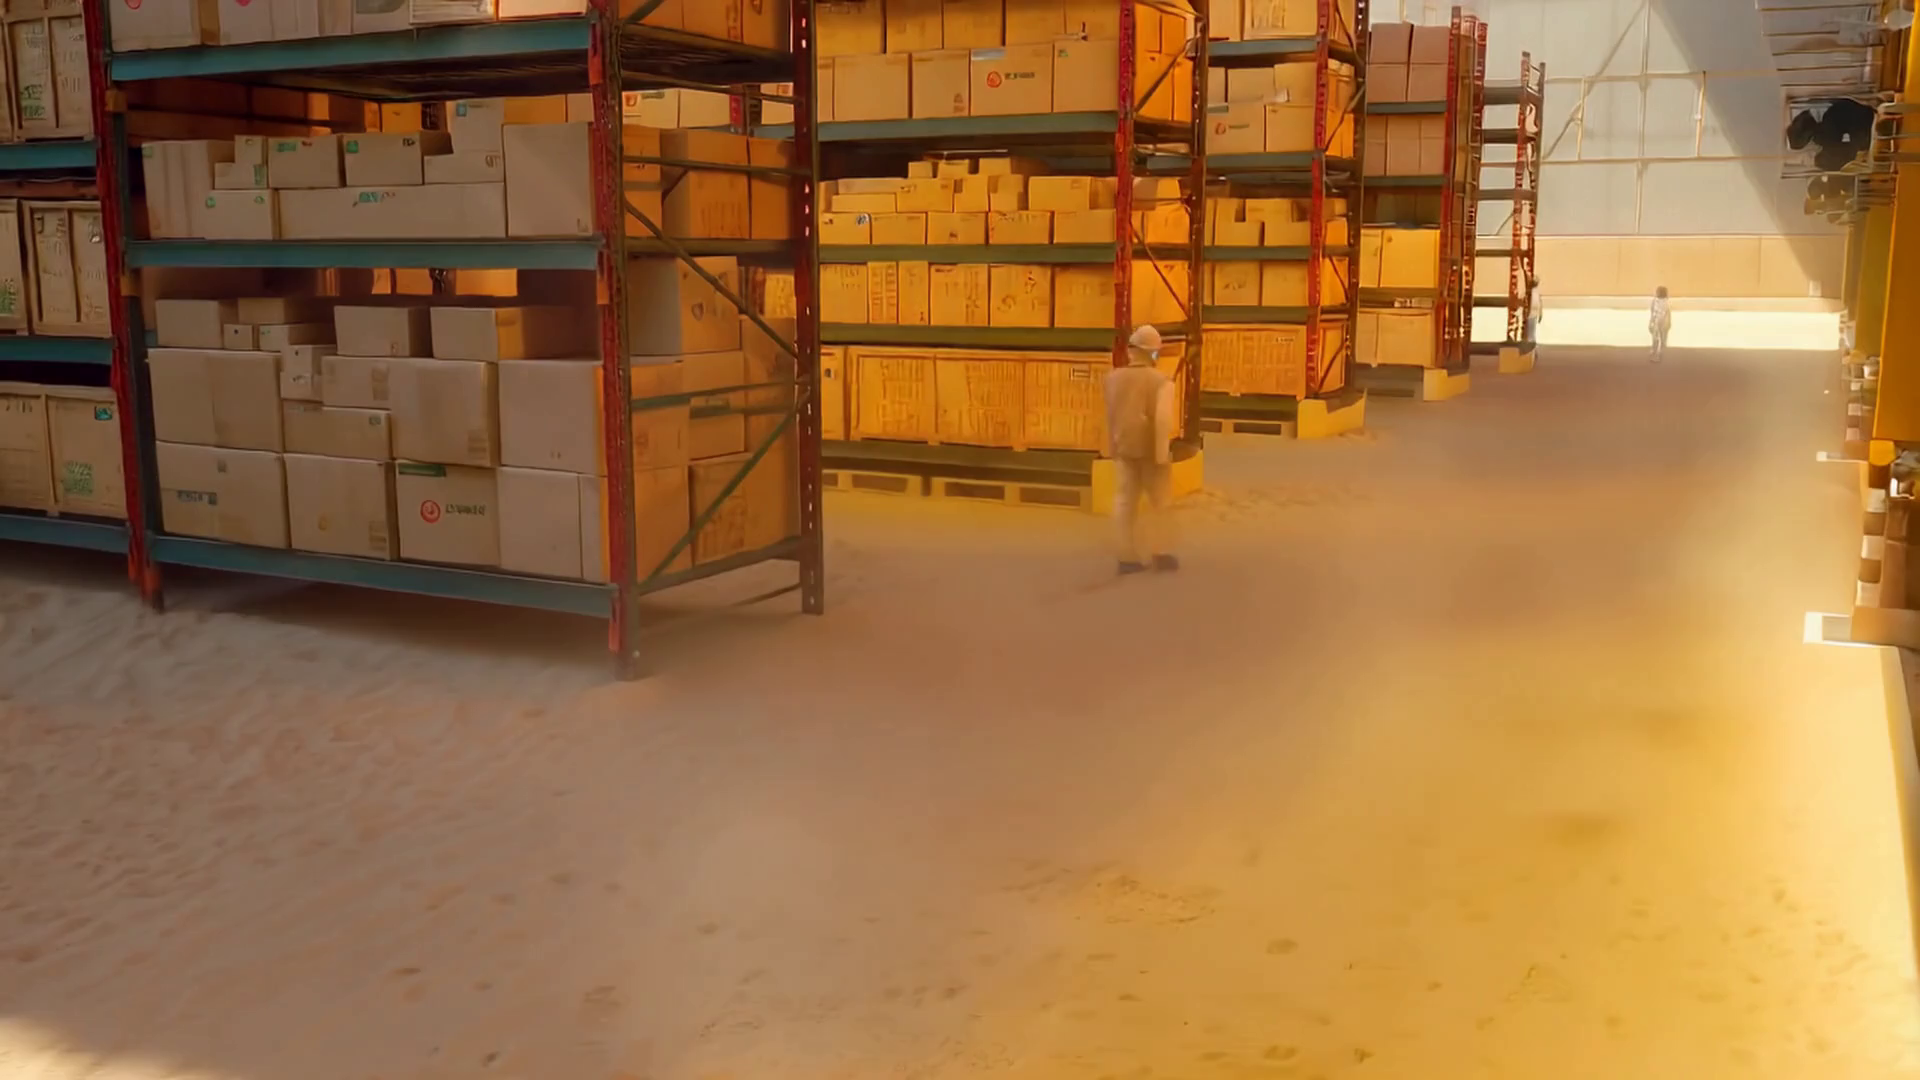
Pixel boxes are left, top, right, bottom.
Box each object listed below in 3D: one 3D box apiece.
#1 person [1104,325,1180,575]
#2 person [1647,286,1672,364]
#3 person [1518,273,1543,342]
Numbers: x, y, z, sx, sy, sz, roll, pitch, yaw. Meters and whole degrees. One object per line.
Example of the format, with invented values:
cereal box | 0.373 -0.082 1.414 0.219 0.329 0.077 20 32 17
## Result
person | 1.359 -0.662 12.169 0.601 1.807 0.690 7 12 36
person | 14.704 -4.510 34.948 0.513 1.640 0.309 -3 10 -16
person | 12.696 -5.008 37.073 0.467 1.900 0.590 -4 11 -24
